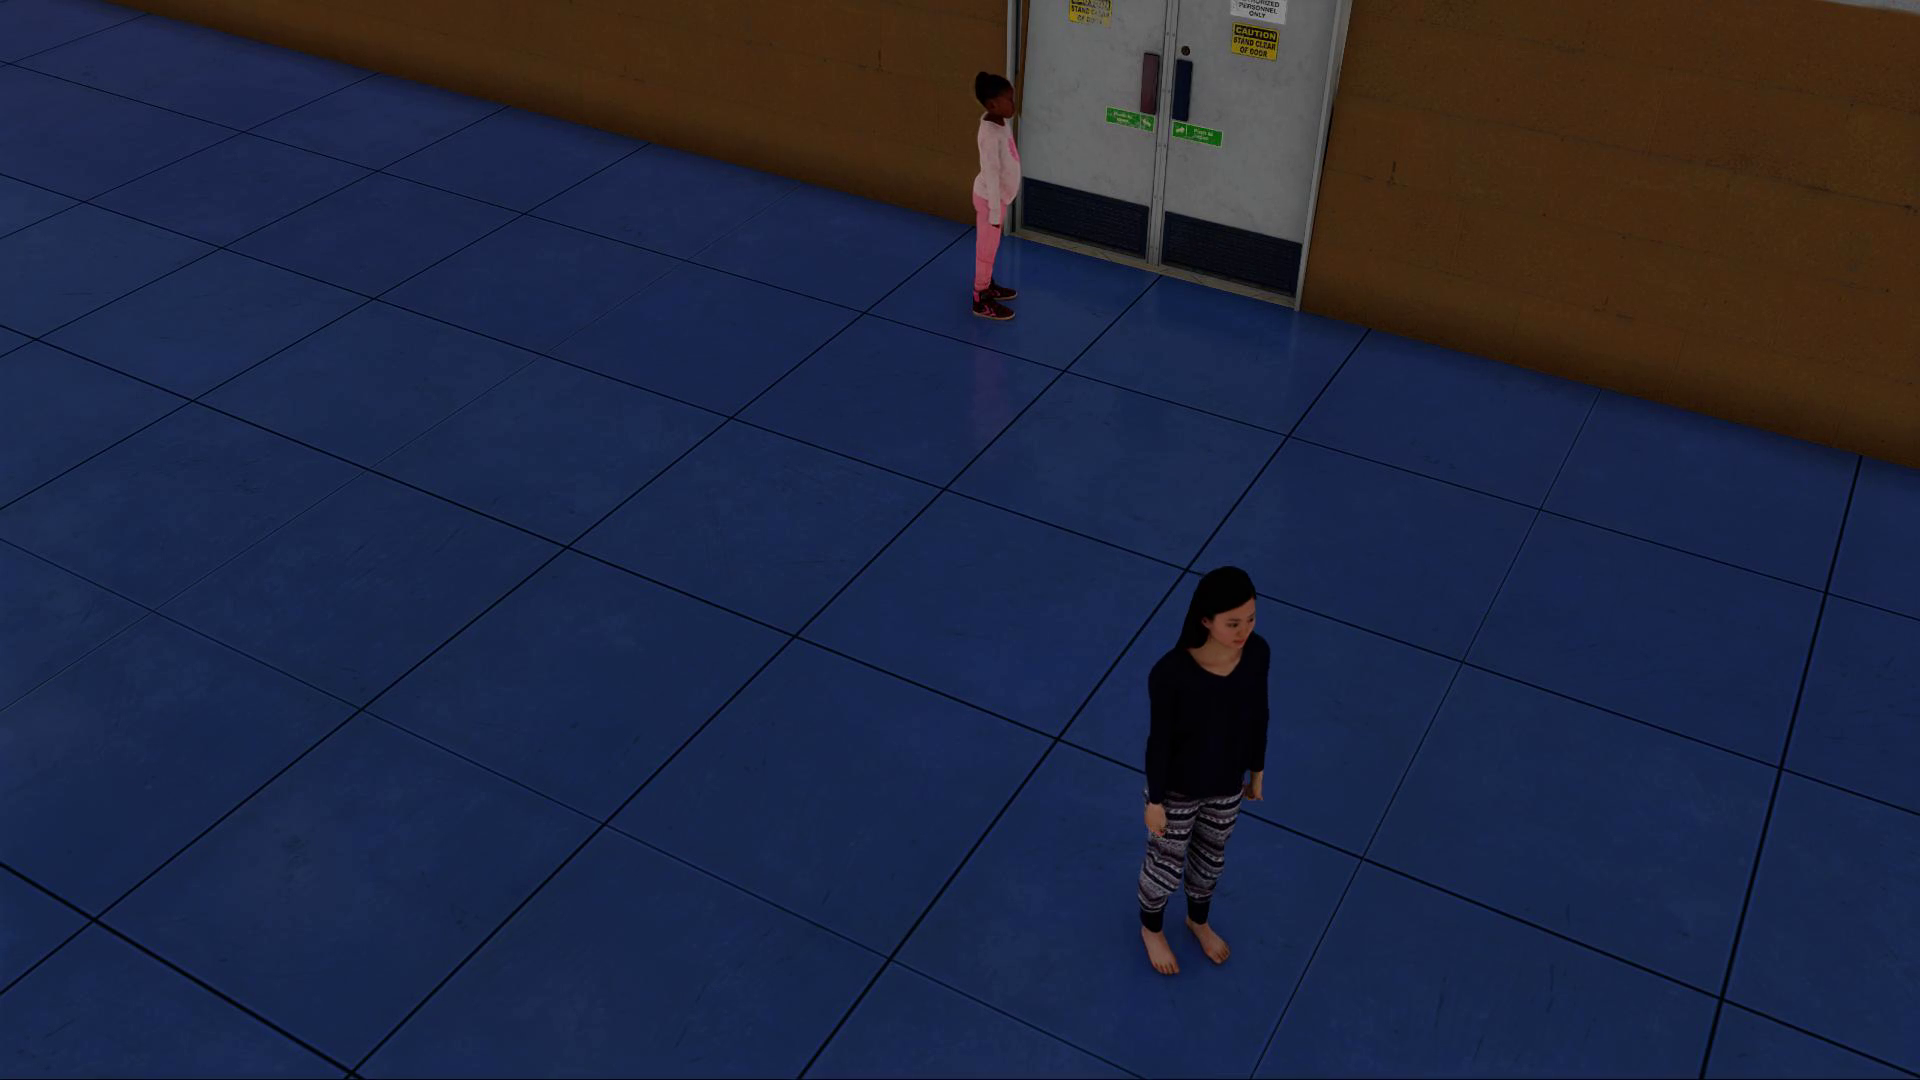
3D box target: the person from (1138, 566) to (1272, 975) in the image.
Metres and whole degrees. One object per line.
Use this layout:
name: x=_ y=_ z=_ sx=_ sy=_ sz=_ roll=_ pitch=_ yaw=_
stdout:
person: x=0.787 y=0.778 z=5.612 sx=0.659 sy=1.734 sz=0.747 roll=-14 pitch=39 yaw=-18

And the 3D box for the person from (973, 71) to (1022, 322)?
person: x=0.188 y=-1.985 z=9.534 sx=0.667 sy=1.444 sz=0.543 roll=4 pitch=37 yaw=5
